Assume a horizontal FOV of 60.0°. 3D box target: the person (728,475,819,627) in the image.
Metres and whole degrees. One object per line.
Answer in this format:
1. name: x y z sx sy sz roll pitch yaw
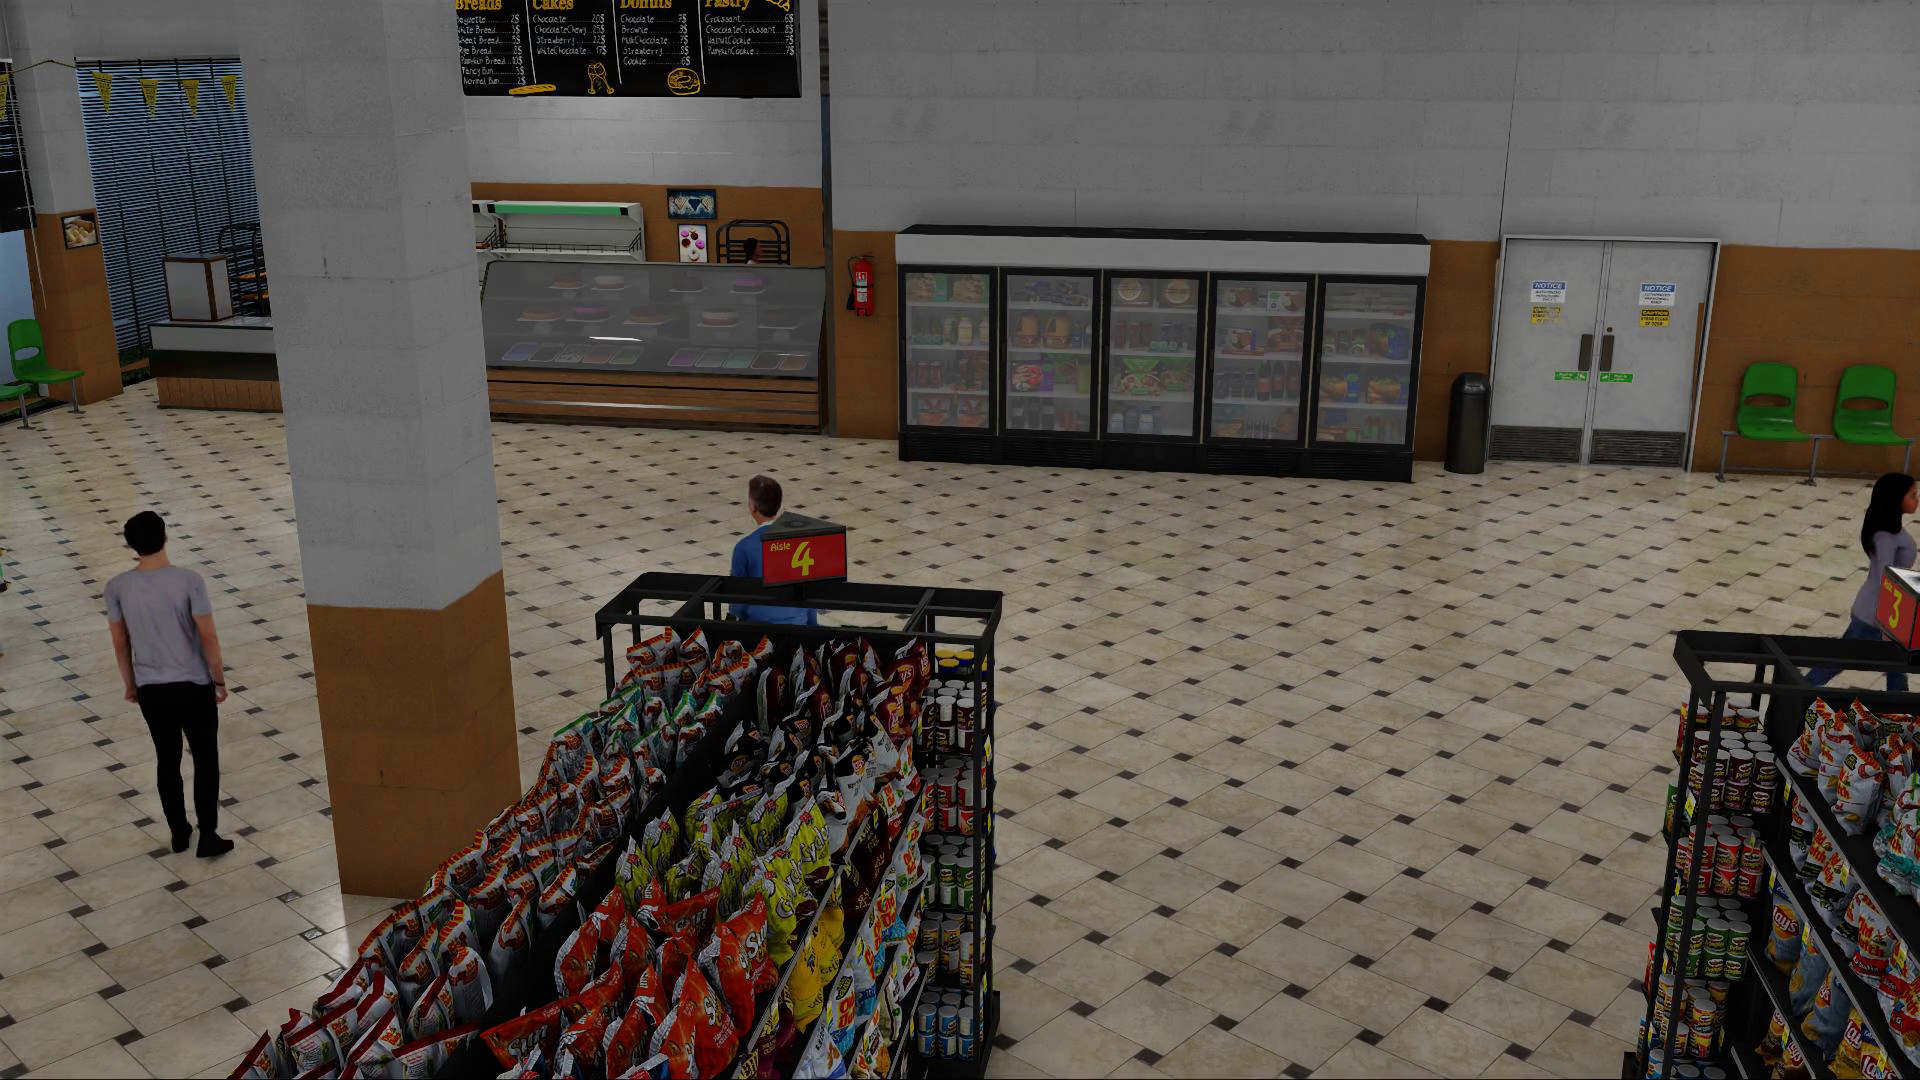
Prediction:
1. person: -1.010 0.540 9.480 0.800 1.802 0.847 -10 19 -29

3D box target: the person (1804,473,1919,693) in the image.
1. person: 5.368 0.454 9.964 1.012 1.685 1.206 11 20 31

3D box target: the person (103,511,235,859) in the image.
1. person: -4.104 0.751 8.653 0.773 1.878 0.790 0 17 2
